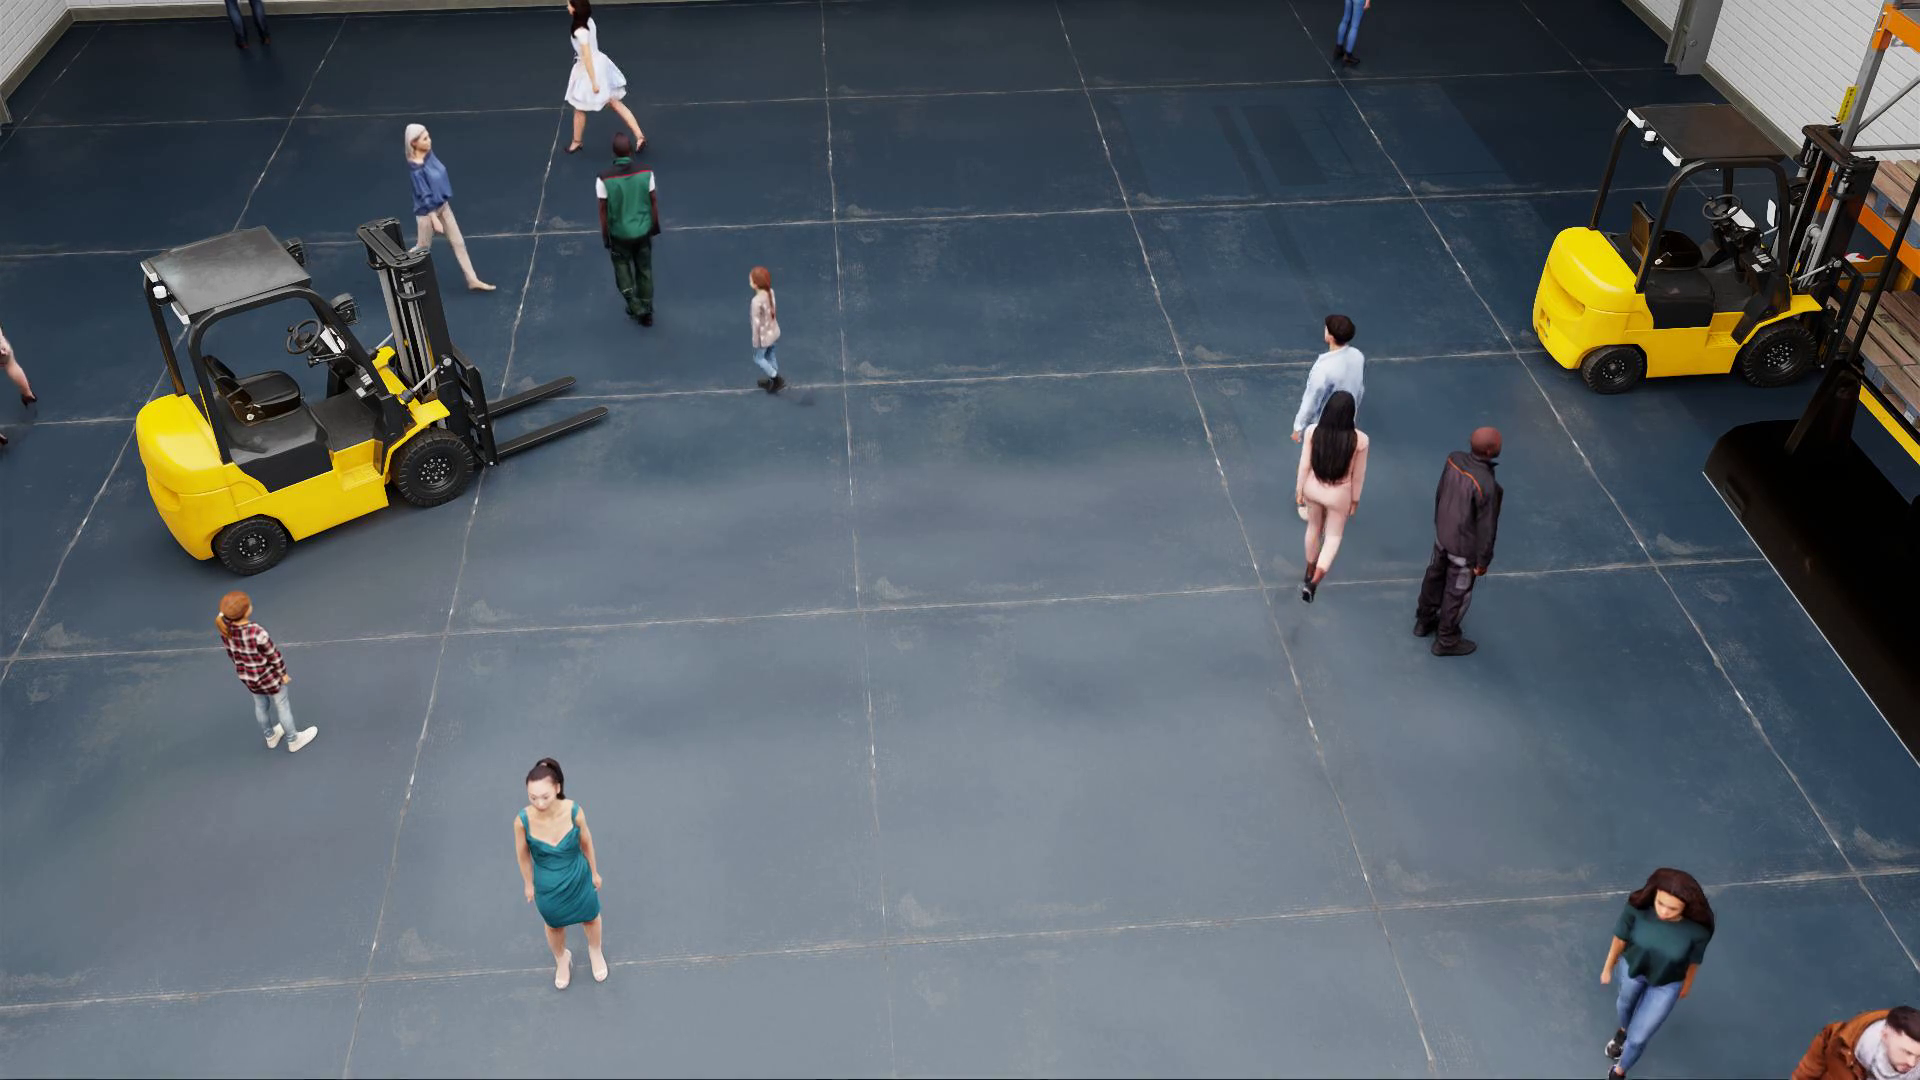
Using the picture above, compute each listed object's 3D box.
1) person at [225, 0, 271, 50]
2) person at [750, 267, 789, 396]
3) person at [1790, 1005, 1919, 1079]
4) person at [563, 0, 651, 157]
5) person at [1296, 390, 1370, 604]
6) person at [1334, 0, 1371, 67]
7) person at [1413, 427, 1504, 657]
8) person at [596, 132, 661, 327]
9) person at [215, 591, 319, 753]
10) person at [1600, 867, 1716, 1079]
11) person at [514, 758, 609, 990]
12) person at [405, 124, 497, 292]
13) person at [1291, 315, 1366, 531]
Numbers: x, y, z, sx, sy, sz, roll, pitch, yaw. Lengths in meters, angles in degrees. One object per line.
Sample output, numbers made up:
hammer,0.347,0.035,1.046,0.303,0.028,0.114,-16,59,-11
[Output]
person,-8.639,-6.825,19.777,0.831,1.906,0.817,-22,43,-25
person,-1.595,-1.737,13.980,0.667,1.189,0.604,16,41,19
person,4.117,2.712,7.913,1.027,1.808,1.208,17,42,20
person,-3.712,-4.777,17.329,0.866,1.761,1.185,4,39,6
person,2.563,-0.262,11.721,0.871,1.703,1.037,15,41,18
person,4.635,-6.395,19.460,0.720,1.630,0.571,-16,41,-19
person,3.399,-0.016,11.317,0.832,1.825,0.653,-15,41,-18
person,-2.879,-2.682,14.653,0.802,1.826,0.823,-15,41,-18
person,-4.486,0.840,10.660,0.601,1.306,0.626,11,40,13
person,3.641,2.217,8.708,0.838,1.592,0.905,26,45,29
person,-2.166,1.850,9.090,0.589,1.686,0.521,-9,39,-11
person,-4.893,-2.967,15.146,0.829,1.658,1.145,4,39,5
person,2.796,-0.831,12.357,0.833,1.799,0.867,-29,47,-31
